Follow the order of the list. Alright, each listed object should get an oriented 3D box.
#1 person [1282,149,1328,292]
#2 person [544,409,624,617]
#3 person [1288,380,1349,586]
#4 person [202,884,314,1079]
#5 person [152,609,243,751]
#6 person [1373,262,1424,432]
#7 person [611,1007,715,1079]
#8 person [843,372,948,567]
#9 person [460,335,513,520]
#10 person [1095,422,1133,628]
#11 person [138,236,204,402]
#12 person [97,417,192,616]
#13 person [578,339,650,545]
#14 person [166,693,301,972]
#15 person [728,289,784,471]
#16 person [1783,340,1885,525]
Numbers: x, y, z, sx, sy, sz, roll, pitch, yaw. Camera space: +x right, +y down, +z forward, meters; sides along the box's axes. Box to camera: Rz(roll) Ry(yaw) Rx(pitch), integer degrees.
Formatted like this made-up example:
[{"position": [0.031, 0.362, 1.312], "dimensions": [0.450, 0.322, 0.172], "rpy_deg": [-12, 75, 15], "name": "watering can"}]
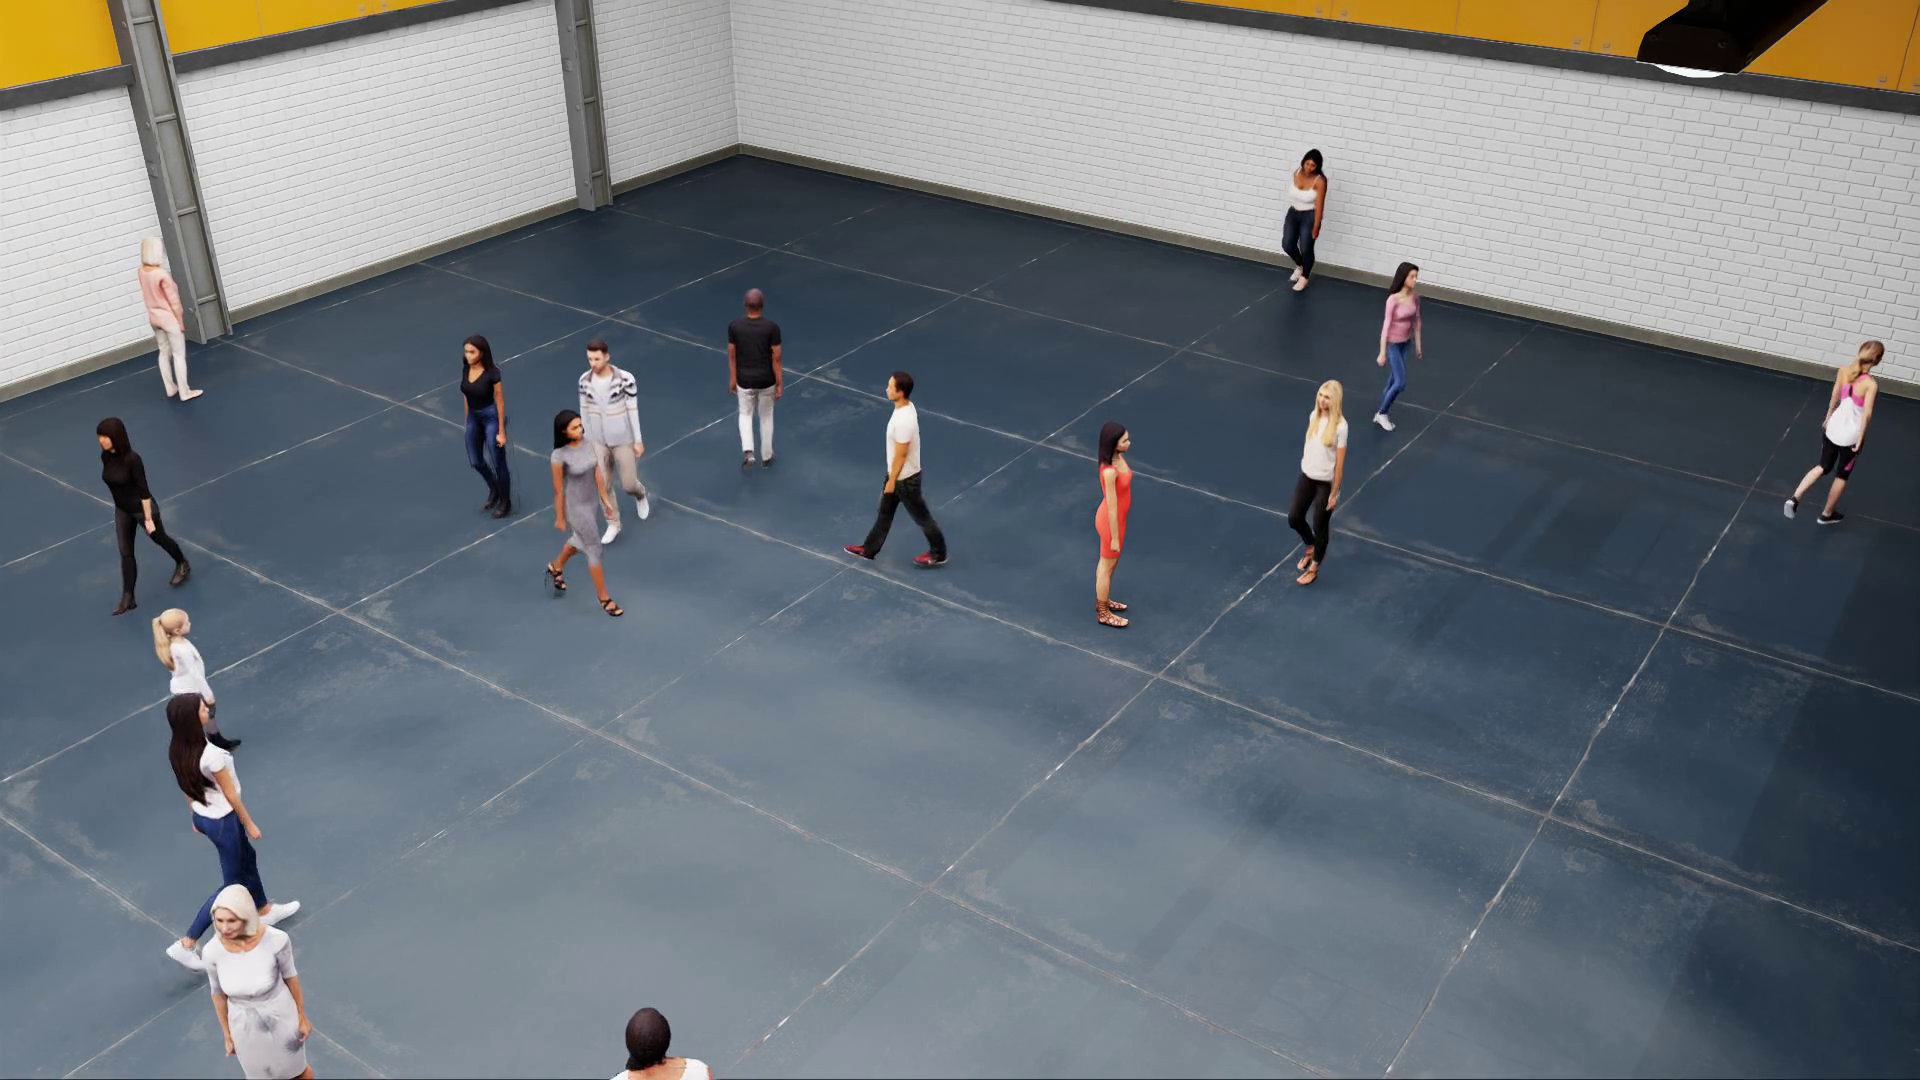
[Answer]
[{"position": [4.138, -3.829, 19.842], "dimensions": [0.881, 1.769, 0.776], "rpy_deg": [-18, 33, -29], "name": "person"}, {"position": [-3.104, -0.241, 13.293], "dimensions": [0.746, 1.742, 1.041], "rpy_deg": [13, 31, 22], "name": "person"}, {"position": [3.018, -0.480, 13.655], "dimensions": [0.704, 1.814, 0.675], "rpy_deg": [-23, 36, -35], "name": "person"}, {"position": [-3.514, 2.426, 8.396], "dimensions": [0.622, 1.749, 0.706], "rpy_deg": [-9, 30, -15], "name": "person"}, {"position": [-5.359, 1.053, 11.417], "dimensions": [0.699, 1.266, 0.594], "rpy_deg": [-21, 35, -34], "name": "person"}, {"position": [4.248, -1.931, 16.402], "dimensions": [0.651, 1.731, 0.727], "rpy_deg": [-21, 35, -34], "name": "person"}, {"position": [-1.347, 2.885, 7.644], "dimensions": [1.014, 1.665, 1.053], "rpy_deg": [-7, 29, -13], "name": "person"}, {"position": [-0.367, -0.544, 13.827], "dimensions": [1.165, 1.762, 1.138], "rpy_deg": [-3, 29, -6], "name": "person"}, {"position": [-4.161, -1.043, 14.772], "dimensions": [0.658, 1.734, 0.655], "rpy_deg": [10, 30, 18], "name": "person"}, {"position": [1.196, -0.136, 13.125], "dimensions": [0.732, 1.719, 0.622], "rpy_deg": [2, 29, 4], "name": "person"}, {"position": [-8.137, -2.266, 17.024], "dimensions": [0.620, 1.724, 0.562], "rpy_deg": [13, 31, 22], "name": "person"}, {"position": [-6.611, -0.261, 13.474], "dimensions": [0.850, 1.604, 1.165], "rpy_deg": [8, 30, 14], "name": "person"}, {"position": [-2.979, -0.893, 14.397], "dimensions": [0.911, 1.830, 1.018], "rpy_deg": [4, 29, 8], "name": "person"}, {"position": [-4.389, 1.717, 9.695], "dimensions": [0.661, 1.750, 1.074], "rpy_deg": [22, 35, 34], "name": "person"}, {"position": [-1.908, -1.428, 15.420], "dimensions": [0.937, 1.789, 1.028], "rpy_deg": [0, 29, 0], "name": "person"}, {"position": [7.611, -0.894, 14.467], "dimensions": [1.042, 1.765, 0.900], "rpy_deg": [-11, 31, -19], "name": "person"}]
